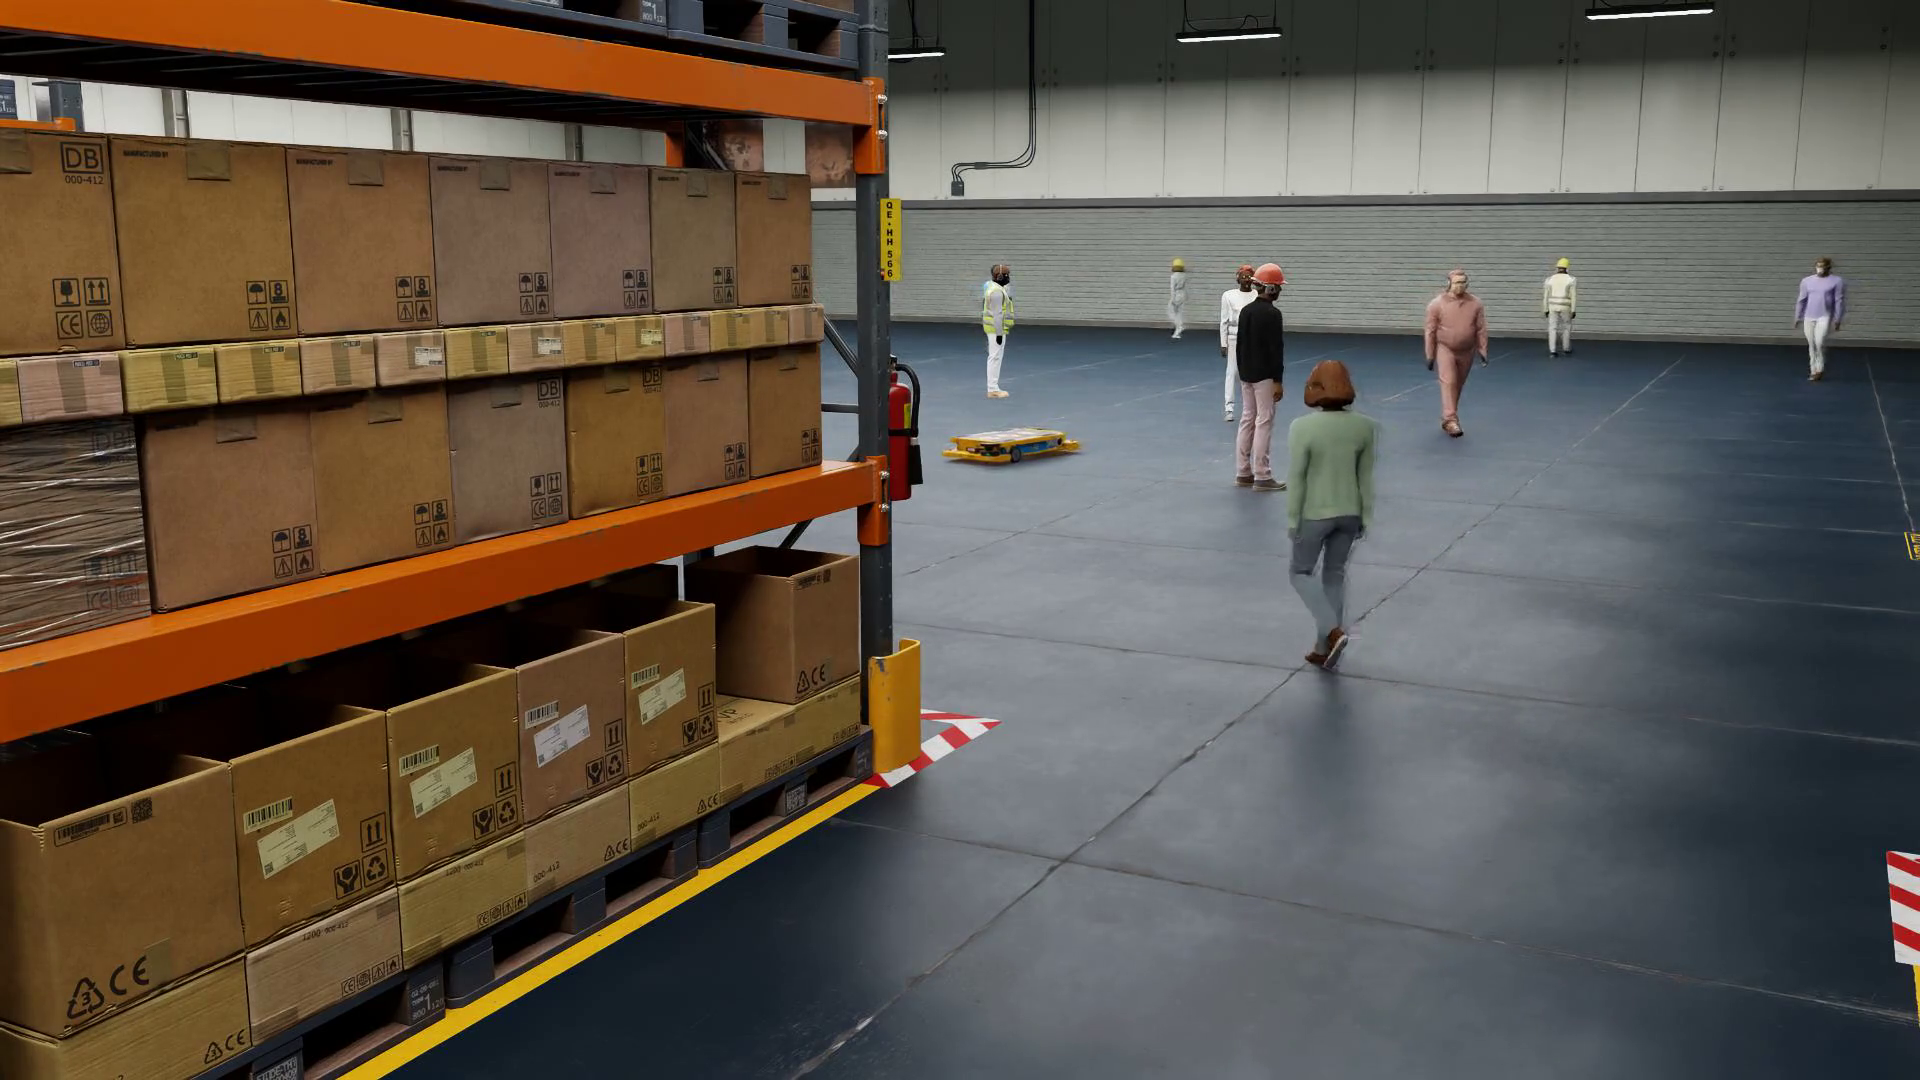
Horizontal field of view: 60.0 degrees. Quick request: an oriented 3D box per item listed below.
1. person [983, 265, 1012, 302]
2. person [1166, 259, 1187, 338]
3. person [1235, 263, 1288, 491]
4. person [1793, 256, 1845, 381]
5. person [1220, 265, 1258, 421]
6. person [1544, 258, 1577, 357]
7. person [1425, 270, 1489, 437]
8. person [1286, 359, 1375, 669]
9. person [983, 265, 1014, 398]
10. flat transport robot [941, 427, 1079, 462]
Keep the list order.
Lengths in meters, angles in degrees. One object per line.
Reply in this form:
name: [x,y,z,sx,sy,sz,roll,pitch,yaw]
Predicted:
person: [0.746,-4.310,31.238,0.545,1.673,0.674,-4,11,-22]
person: [4.738,-5.277,36.364,0.491,1.729,0.365,-8,13,-36]
person: [2.681,-1.438,14.709,0.397,1.992,0.622,-4,11,-22]
person: [13.142,-3.385,25.530,0.597,1.916,0.644,-9,14,-40]
person: [3.433,-2.377,20.137,0.574,1.883,0.356,-1,10,-5]
person: [11.151,-4.290,30.774,0.621,1.801,0.821,8,13,36]
person: [5.601,-2.113,18.774,0.638,1.858,0.999,-1,10,-6]
person: [1.909,-0.106,8.493,0.499,1.622,0.453,-3,11,-18]
person: [0.536,-2.887,23.067,0.430,1.836,0.628,0,10,-2]
flat transport robot: [0.526,-0.975,16.888,0.652,0.197,1.431,9,14,40]
